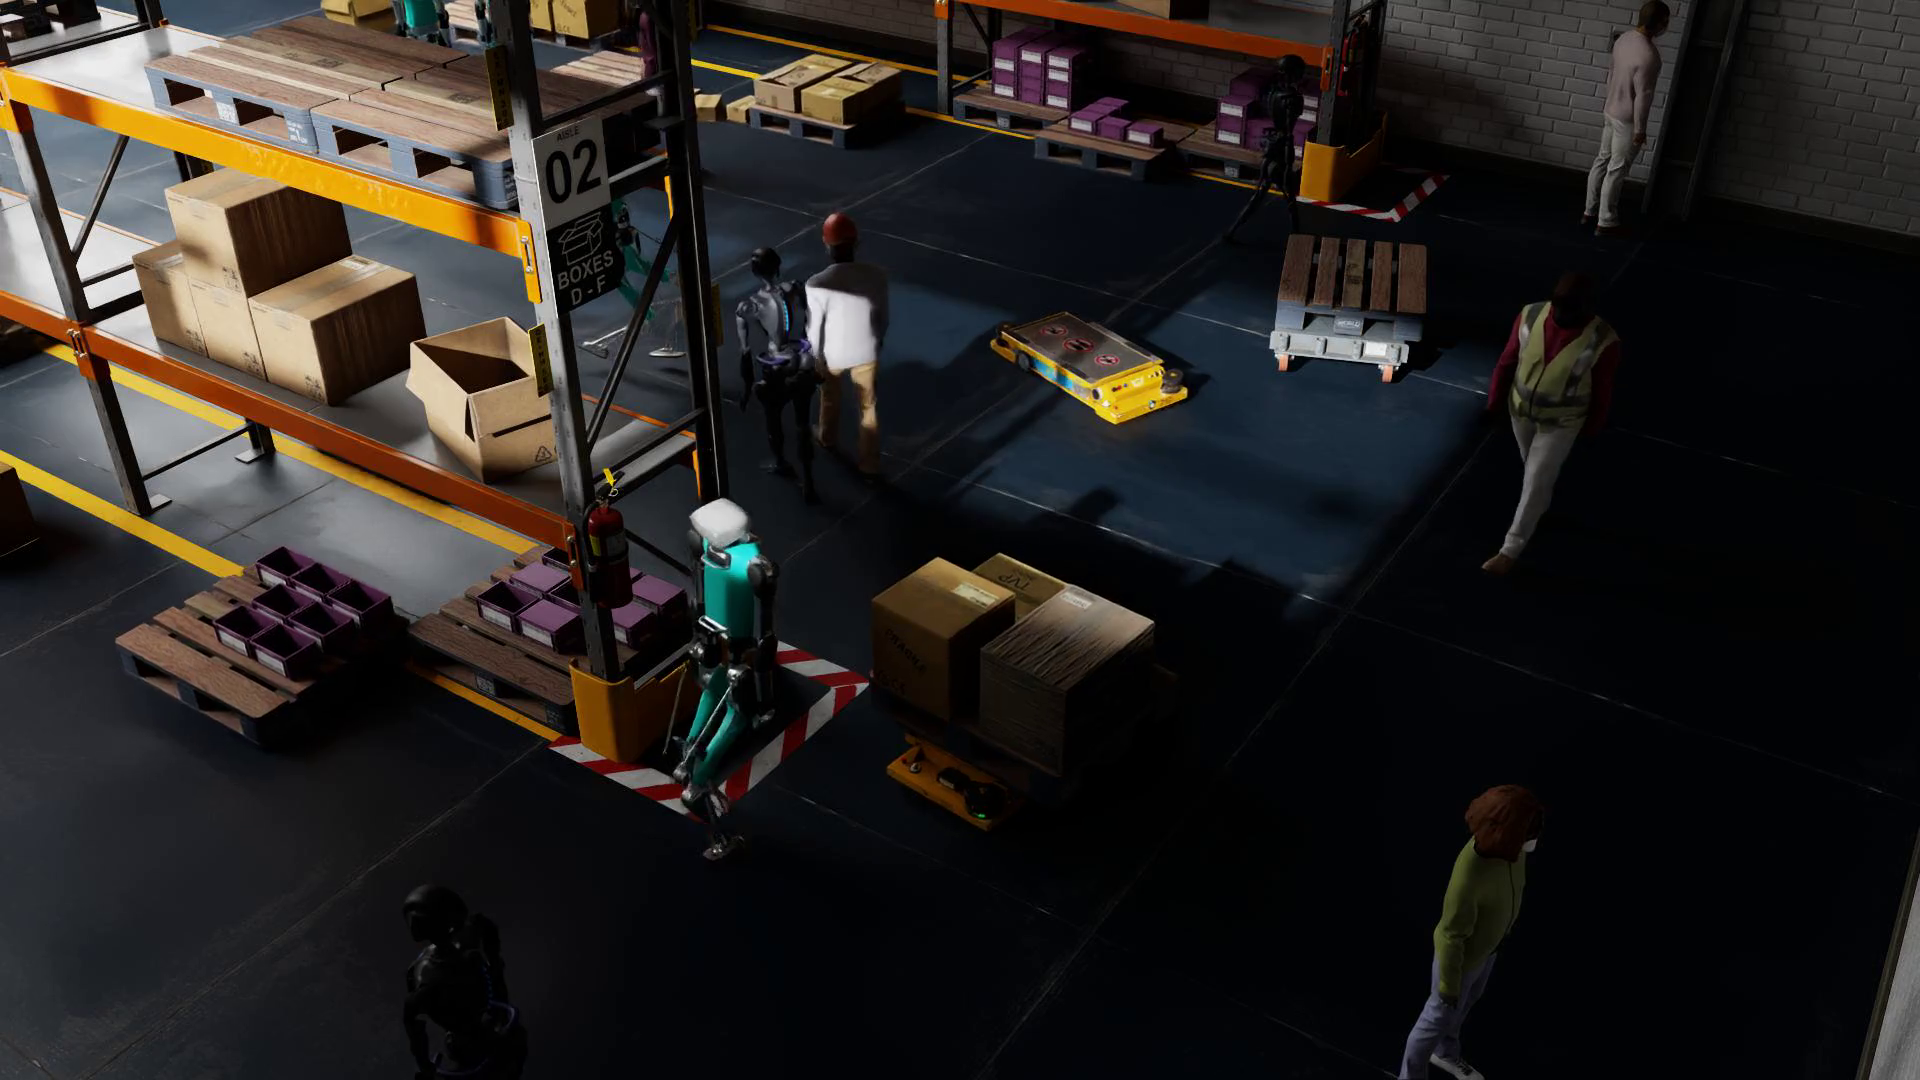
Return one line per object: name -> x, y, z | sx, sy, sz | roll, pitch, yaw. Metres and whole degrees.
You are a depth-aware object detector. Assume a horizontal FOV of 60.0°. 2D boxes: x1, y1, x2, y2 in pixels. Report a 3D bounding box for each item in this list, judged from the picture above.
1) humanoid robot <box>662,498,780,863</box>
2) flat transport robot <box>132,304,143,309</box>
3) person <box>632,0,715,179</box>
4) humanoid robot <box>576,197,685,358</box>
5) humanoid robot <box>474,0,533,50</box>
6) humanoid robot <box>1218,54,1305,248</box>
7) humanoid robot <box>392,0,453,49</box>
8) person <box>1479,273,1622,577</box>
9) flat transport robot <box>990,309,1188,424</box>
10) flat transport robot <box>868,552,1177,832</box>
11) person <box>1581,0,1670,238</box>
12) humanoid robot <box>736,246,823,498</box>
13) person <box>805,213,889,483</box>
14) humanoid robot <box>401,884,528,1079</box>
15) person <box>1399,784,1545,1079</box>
humanoid robot -> -1.143, 0.697, 7.446 | 0.532, 1.784, 0.688 | 28, 42, 36
flat transport robot -> -6.471, -1.974, 12.907 | 1.431, 0.231, 0.659 | 20, 38, 28
person -> -2.683, -4.126, 14.699 | 0.815, 1.925, 0.486 | 8, 34, 12
humanoid robot -> -2.251, -1.968, 11.549 | 1.019, 1.722, 0.537 | 6, 33, 9
humanoid robot -> -4.469, -5.005, 16.217 | 0.531, 1.728, 0.967 | -15, 36, -22
humanoid robot -> 2.554, -3.119, 13.442 | 0.809, 1.640, 0.589 | -1, 33, -2
humanoid robot -> -5.101, -4.587, 15.627 | 0.538, 1.856, 0.685 | -29, 43, -36
person -> 3.364, -0.715, 9.580 | 0.949, 1.795, 0.628 | -26, 41, -34
flat transport robot -> 0.897, -1.259, 11.807 | 0.659, 0.231, 1.431 | -21, 39, -29
flat transport robot -> 0.346, 0.918, 8.462 | 0.659, 0.231, 1.431 | 25, 40, 33
person -> 5.479, -3.458, 13.665 | 0.372, 1.934, 0.626 | -2, 33, -3
humanoid robot -> -1.092, -1.046, 10.213 | 0.593, 1.639, 0.555 | -26, 41, -34
person -> -0.715, -1.234, 10.443 | 0.575, 1.712, 0.751 | -11, 35, -16
humanoid robot -> -1.752, 1.837, 5.772 | 0.628, 1.640, 0.599 | 8, 34, 12
person -> 1.929, 1.542, 6.258 | 0.281, 1.624, 0.492 | 25, 40, 33
